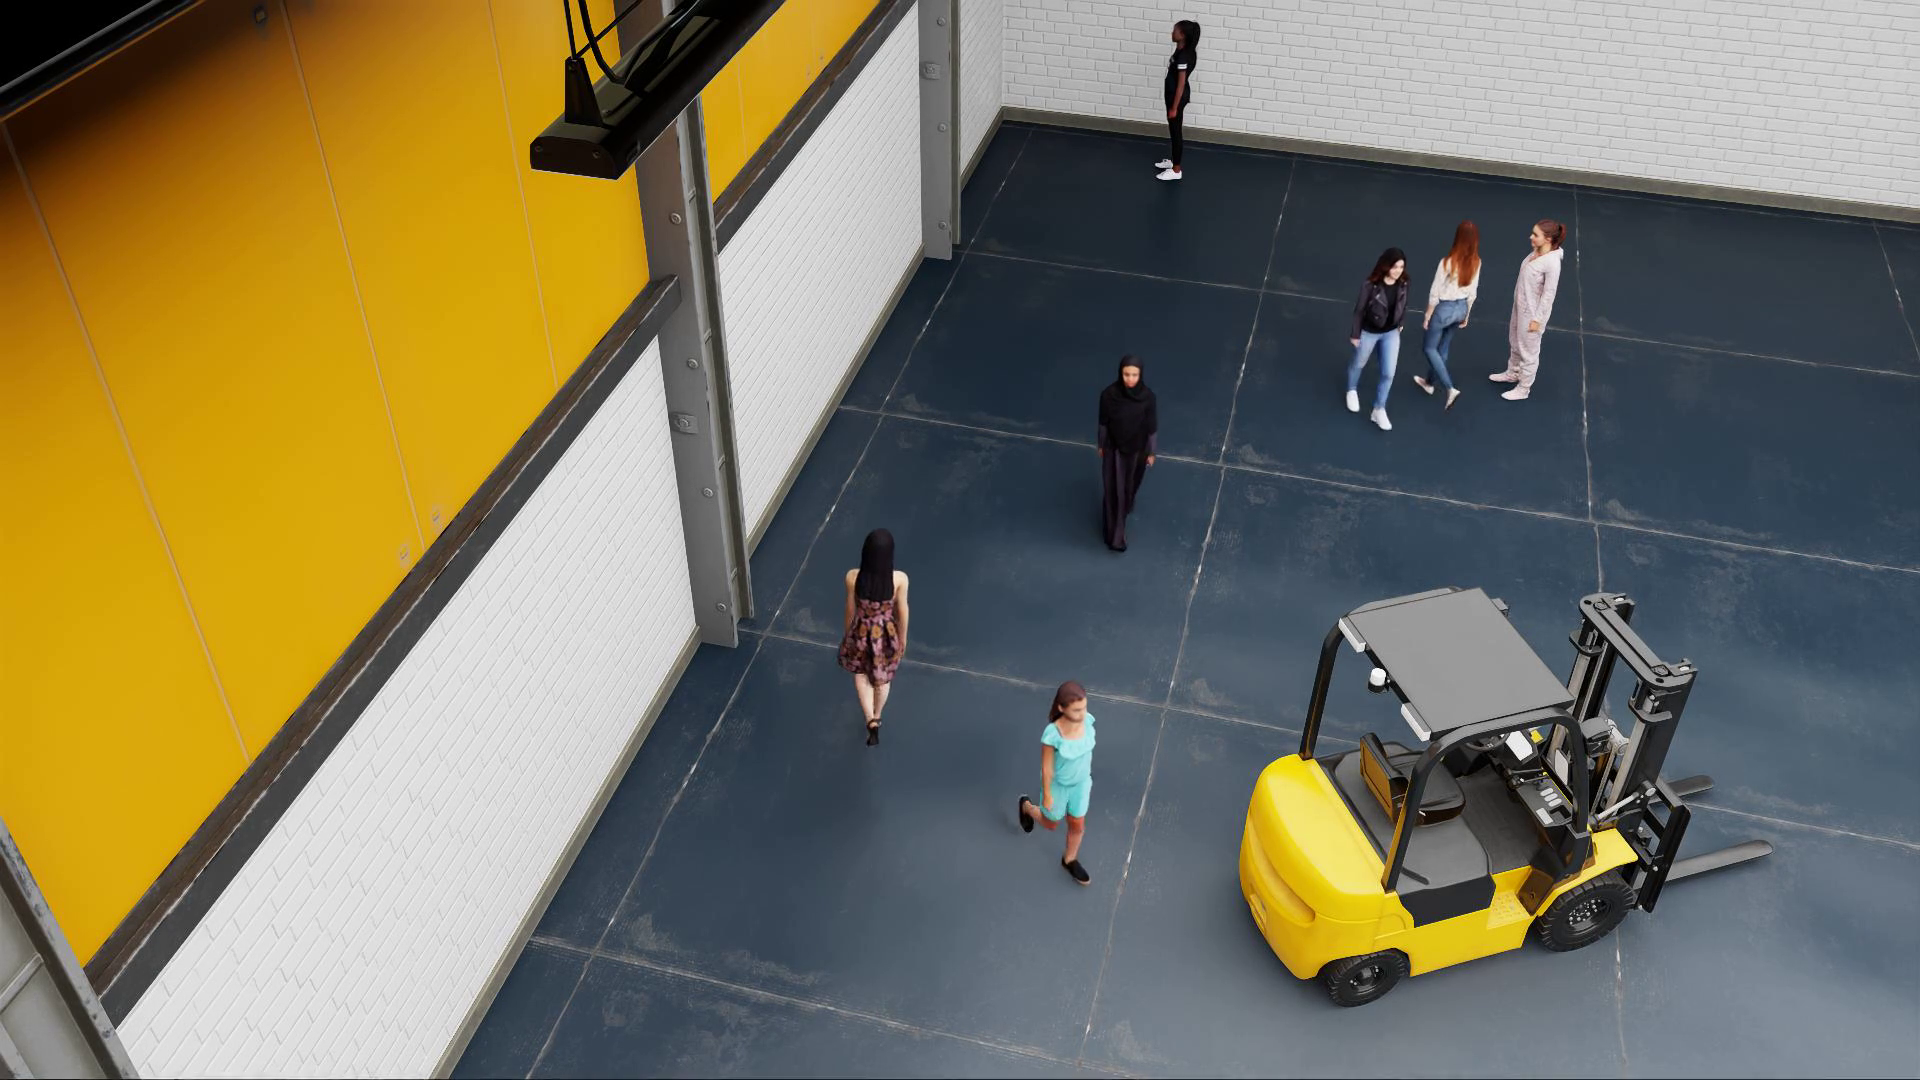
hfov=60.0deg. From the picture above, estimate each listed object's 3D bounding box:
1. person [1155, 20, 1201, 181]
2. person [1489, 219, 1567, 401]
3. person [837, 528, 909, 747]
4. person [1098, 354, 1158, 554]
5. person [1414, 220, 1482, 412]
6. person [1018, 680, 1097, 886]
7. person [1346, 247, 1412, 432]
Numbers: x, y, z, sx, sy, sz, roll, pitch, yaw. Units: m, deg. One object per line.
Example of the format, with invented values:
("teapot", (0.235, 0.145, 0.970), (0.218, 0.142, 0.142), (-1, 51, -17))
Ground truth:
("person", (2.311, -4.697, 17.718), (0.708, 1.728, 0.563), (4, 39, 4))
("person", (4.965, -2.014, 14.386), (0.770, 1.693, 0.632), (-4, 39, -5))
("person", (-0.543, 0.714, 10.920), (0.790, 1.757, 0.912), (-3, 39, -4))
("person", (1.293, -0.769, 12.904), (0.797, 1.598, 1.146), (1, 39, 1))
("person", (4.209, -1.899, 14.222), (0.889, 1.717, 1.034), (-11, 40, -13))
("person", (0.599, 1.434, 10.188), (0.893, 1.545, 0.944), (-22, 44, -25))
("person", (3.520, -1.803, 14.187), (0.894, 1.612, 1.009), (-6, 39, -8))
